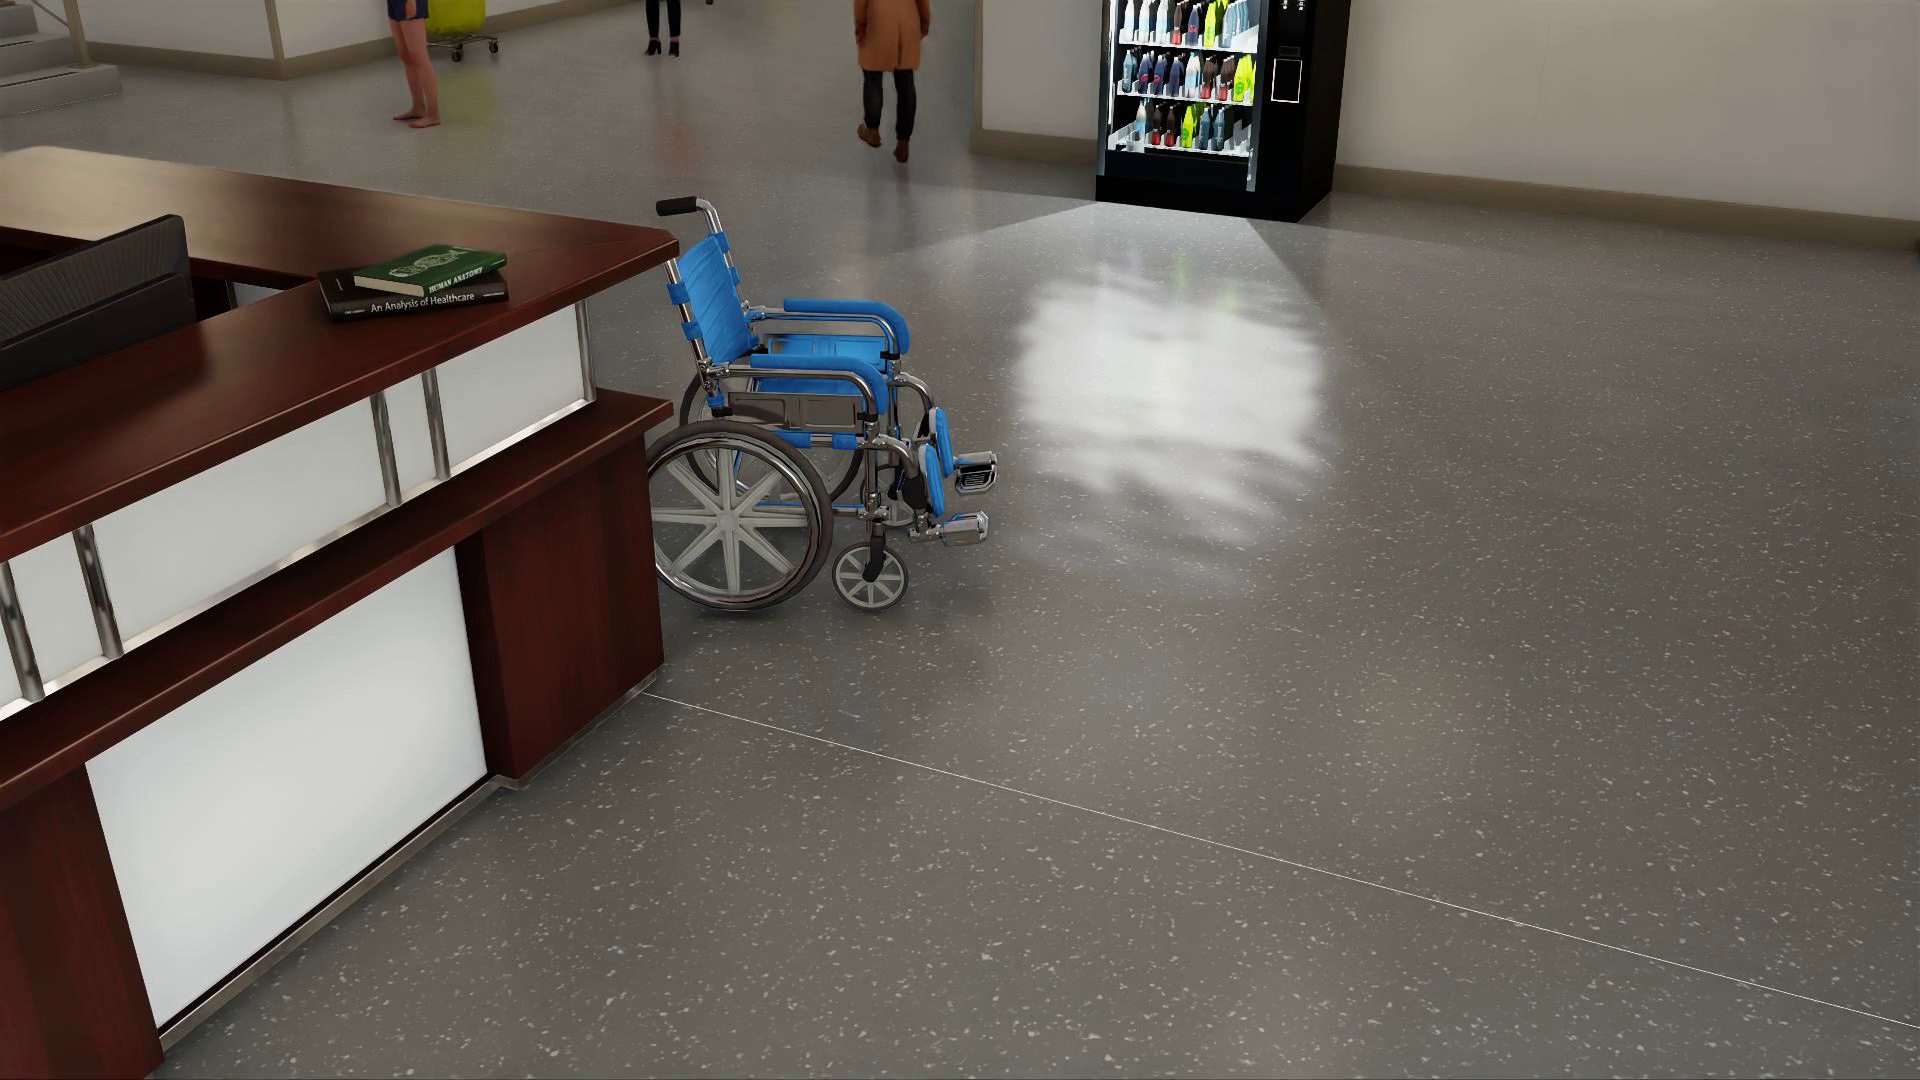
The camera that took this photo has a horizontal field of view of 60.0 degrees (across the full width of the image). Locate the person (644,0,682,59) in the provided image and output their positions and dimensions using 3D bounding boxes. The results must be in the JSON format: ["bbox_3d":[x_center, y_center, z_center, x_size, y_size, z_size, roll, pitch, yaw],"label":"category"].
[{"bbox_3d":[-2.527,-4.955,13.944,0.564,1.747,0.684,9,27,18],"label":"person"}]

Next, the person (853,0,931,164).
[{"bbox_3d":[-0.411,-3.197,10.301,1.016,1.704,1.046,-6,26,-13],"label":"person"}]

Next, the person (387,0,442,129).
[{"bbox_3d":[-3.828,-3.740,11.473,0.736,1.706,0.623,-18,31,-32],"label":"person"}]
